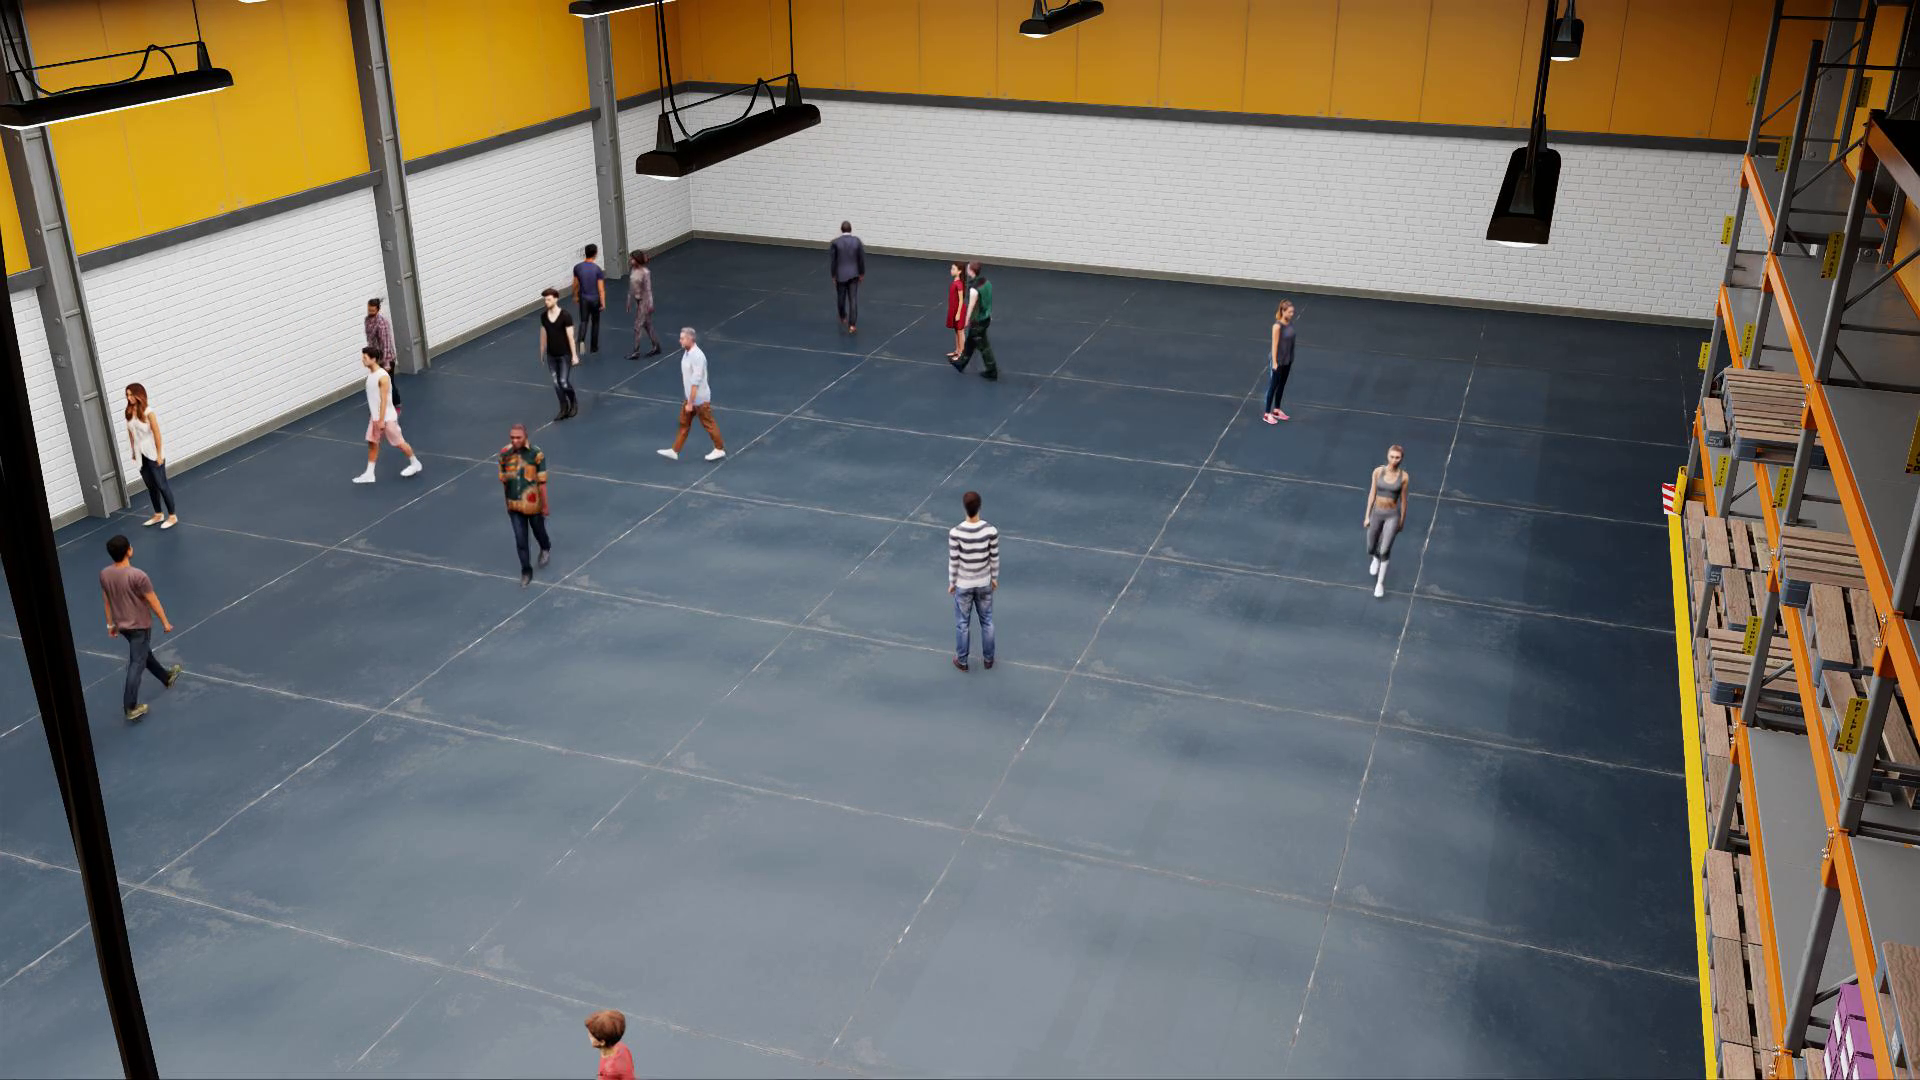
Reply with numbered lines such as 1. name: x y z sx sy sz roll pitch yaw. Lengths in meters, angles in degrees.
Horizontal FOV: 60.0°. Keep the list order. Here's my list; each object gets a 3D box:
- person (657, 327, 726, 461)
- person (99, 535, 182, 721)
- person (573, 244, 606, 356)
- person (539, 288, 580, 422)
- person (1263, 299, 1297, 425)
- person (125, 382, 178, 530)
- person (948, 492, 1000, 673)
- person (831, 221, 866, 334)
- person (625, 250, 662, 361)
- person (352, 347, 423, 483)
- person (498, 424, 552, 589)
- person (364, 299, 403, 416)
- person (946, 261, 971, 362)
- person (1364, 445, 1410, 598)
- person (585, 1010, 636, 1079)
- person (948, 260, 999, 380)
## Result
1. person: -3.331 -1.868 21.582 1.221 1.783 1.127 -13 27 -27
2. person: -7.723 0.847 15.444 0.757 1.724 1.148 5 24 11
3. person: -5.737 -3.673 25.748 0.857 1.753 1.061 -1 24 -2
4. person: -5.521 -2.594 23.117 0.684 1.884 0.676 8 25 17
5. person: 4.455 -2.487 23.069 0.601 1.726 0.710 -21 31 -40
6. person: -9.547 -1.007 19.610 0.604 1.784 0.529 10 25 21
7. person: 0.133 0.412 16.287 0.723 1.846 0.707 -4 24 -8
8. person: -1.818 -4.232 27.005 1.050 1.771 1.310 -2 24 -4
9. person: -4.845 -3.665 25.807 1.022 1.690 0.839 -20 31 -38
10. person: -7.177 -1.574 20.959 1.222 1.743 1.007 -19 30 -36
11. person: -4.750 -0.441 18.326 0.955 1.775 1.257 0 24 0
12. person: -8.044 -2.553 23.219 0.741 1.725 0.798 -18 29 -35
13. person: -0.022 -3.561 25.744 0.731 1.551 0.672 -6 24 -13
14. person: 4.604 -0.248 17.990 0.583 1.691 0.852 9 25 20
15. person: -1.959 3.435 9.932 0.734 1.396 0.720 -2 24 -5
16. person: 0.354 -3.236 24.699 0.744 1.793 1.007 11 26 23
